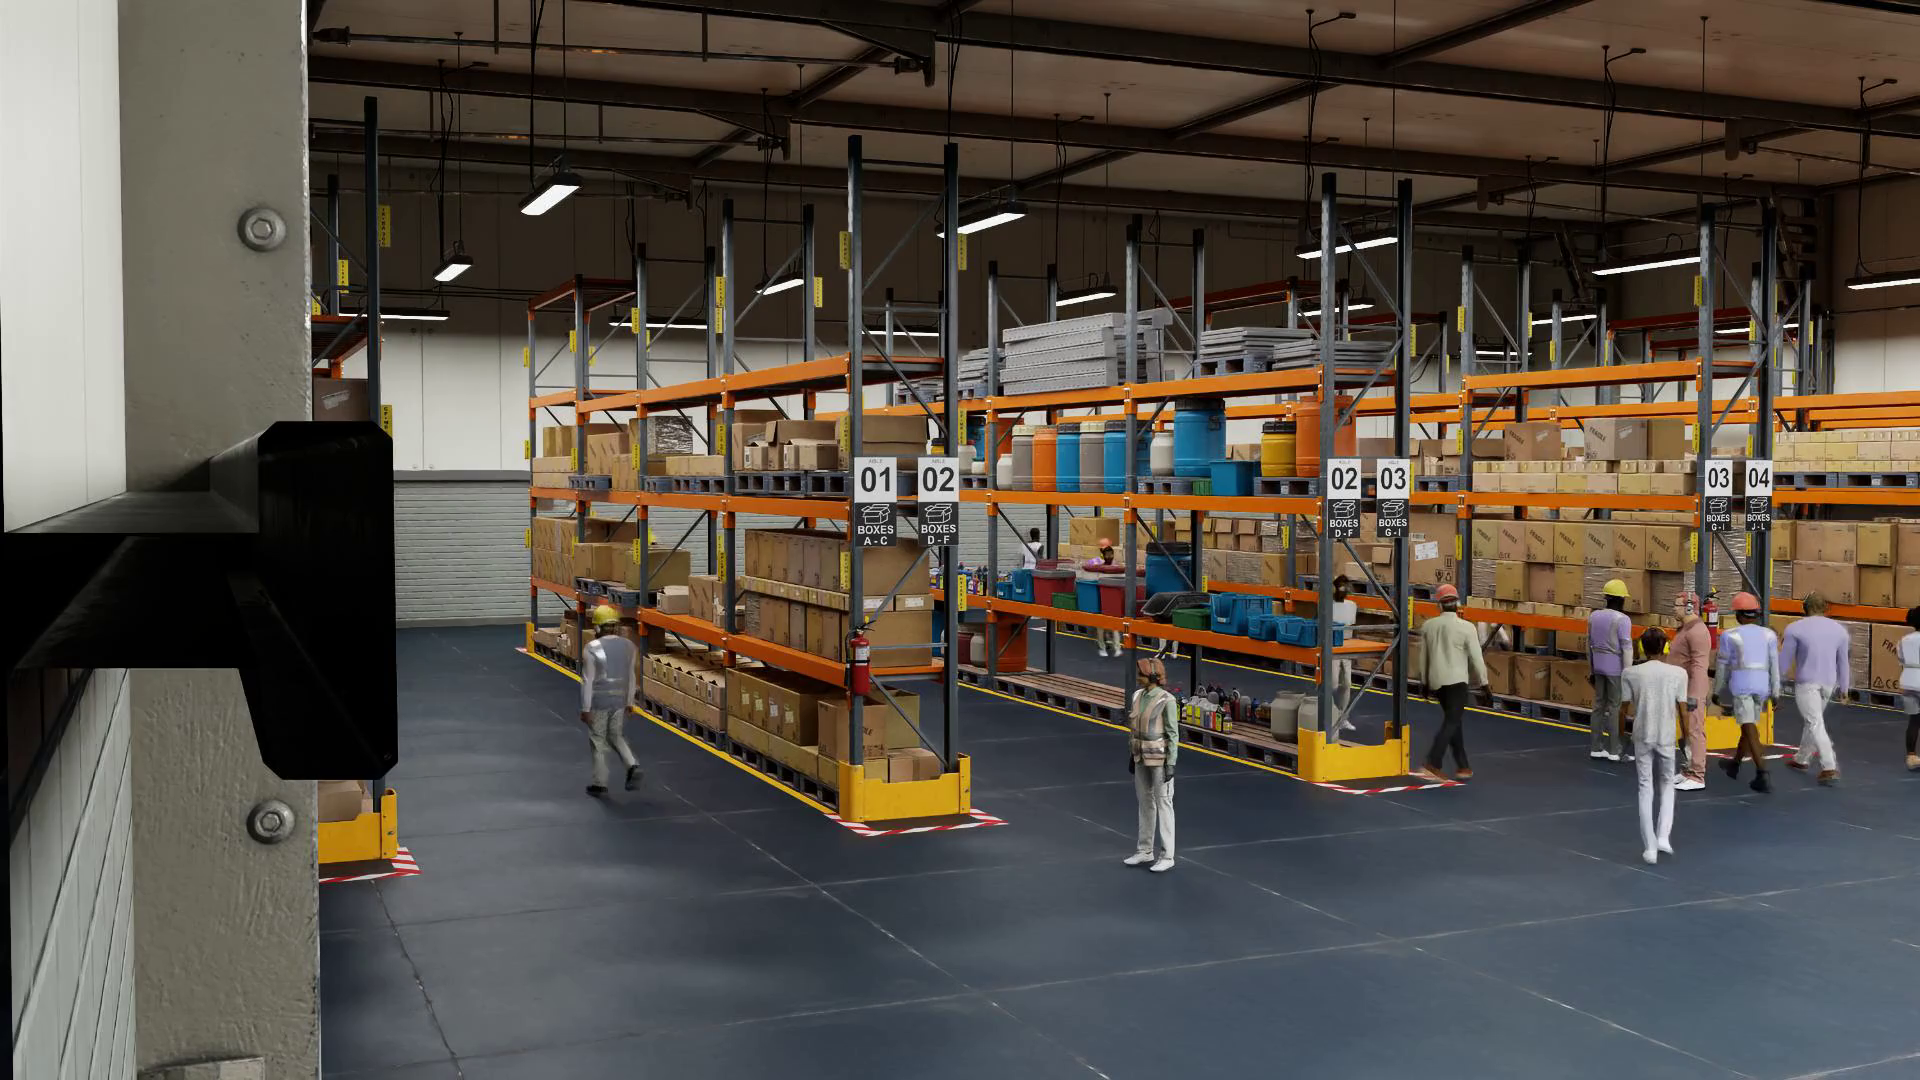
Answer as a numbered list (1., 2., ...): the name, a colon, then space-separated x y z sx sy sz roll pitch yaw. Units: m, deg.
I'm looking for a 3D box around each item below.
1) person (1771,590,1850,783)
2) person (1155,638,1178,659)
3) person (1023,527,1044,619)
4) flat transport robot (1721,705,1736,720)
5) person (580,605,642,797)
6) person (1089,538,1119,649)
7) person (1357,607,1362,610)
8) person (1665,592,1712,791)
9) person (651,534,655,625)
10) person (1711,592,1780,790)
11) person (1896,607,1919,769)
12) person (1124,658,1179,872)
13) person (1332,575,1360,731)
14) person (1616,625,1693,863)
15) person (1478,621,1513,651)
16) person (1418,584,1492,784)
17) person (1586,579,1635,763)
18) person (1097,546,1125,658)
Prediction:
1. person: 8.526 1.450 17.880 0.650 1.890 1.054 0 2 -8
2. person: 3.380 1.130 29.302 0.507 1.632 0.272 -1 2 -19
3. person: 1.549 0.689 37.231 0.440 1.908 0.613 -2 3 -38
4. flat transport robot: 8.901 2.089 22.357 0.652 0.197 1.431 -1 2 -22
5. person: -3.300 1.519 16.876 0.546 1.815 0.595 2 3 42
6. person: 2.542 0.935 30.745 0.571 1.913 0.780 -1 2 -22
7. person: 6.746 1.080 30.841 0.506 1.621 0.429 -1 2 -25
8. person: 7.032 1.454 17.337 0.403 1.911 0.637 1 2 14
9. person: -5.841 0.829 33.606 0.602 1.905 0.605 2 3 38
10. person: 7.683 1.458 17.540 0.550 1.888 0.986 0 2 -8
11. person: 9.897 1.523 18.494 0.361 1.666 0.577 -1 2 -18
12. person: 1.484 1.722 13.820 0.310 1.636 0.523 -1 3 -33
13. person: 4.501 1.330 21.389 0.521 1.856 0.548 -1 2 -22
14. person: 5.505 1.600 14.216 0.565 1.850 0.603 1 2 19
15. person: 8.684 1.023 29.221 0.588 1.861 0.698 -1 2 -21
16. person: 4.856 1.425 17.815 0.817 1.940 0.735 -2 3 -43
17. person: 6.923 1.380 19.022 0.382 1.924 0.594 -1 2 -25
18. person: 2.434 1.027 29.381 0.524 1.830 0.928 0 2 -13
